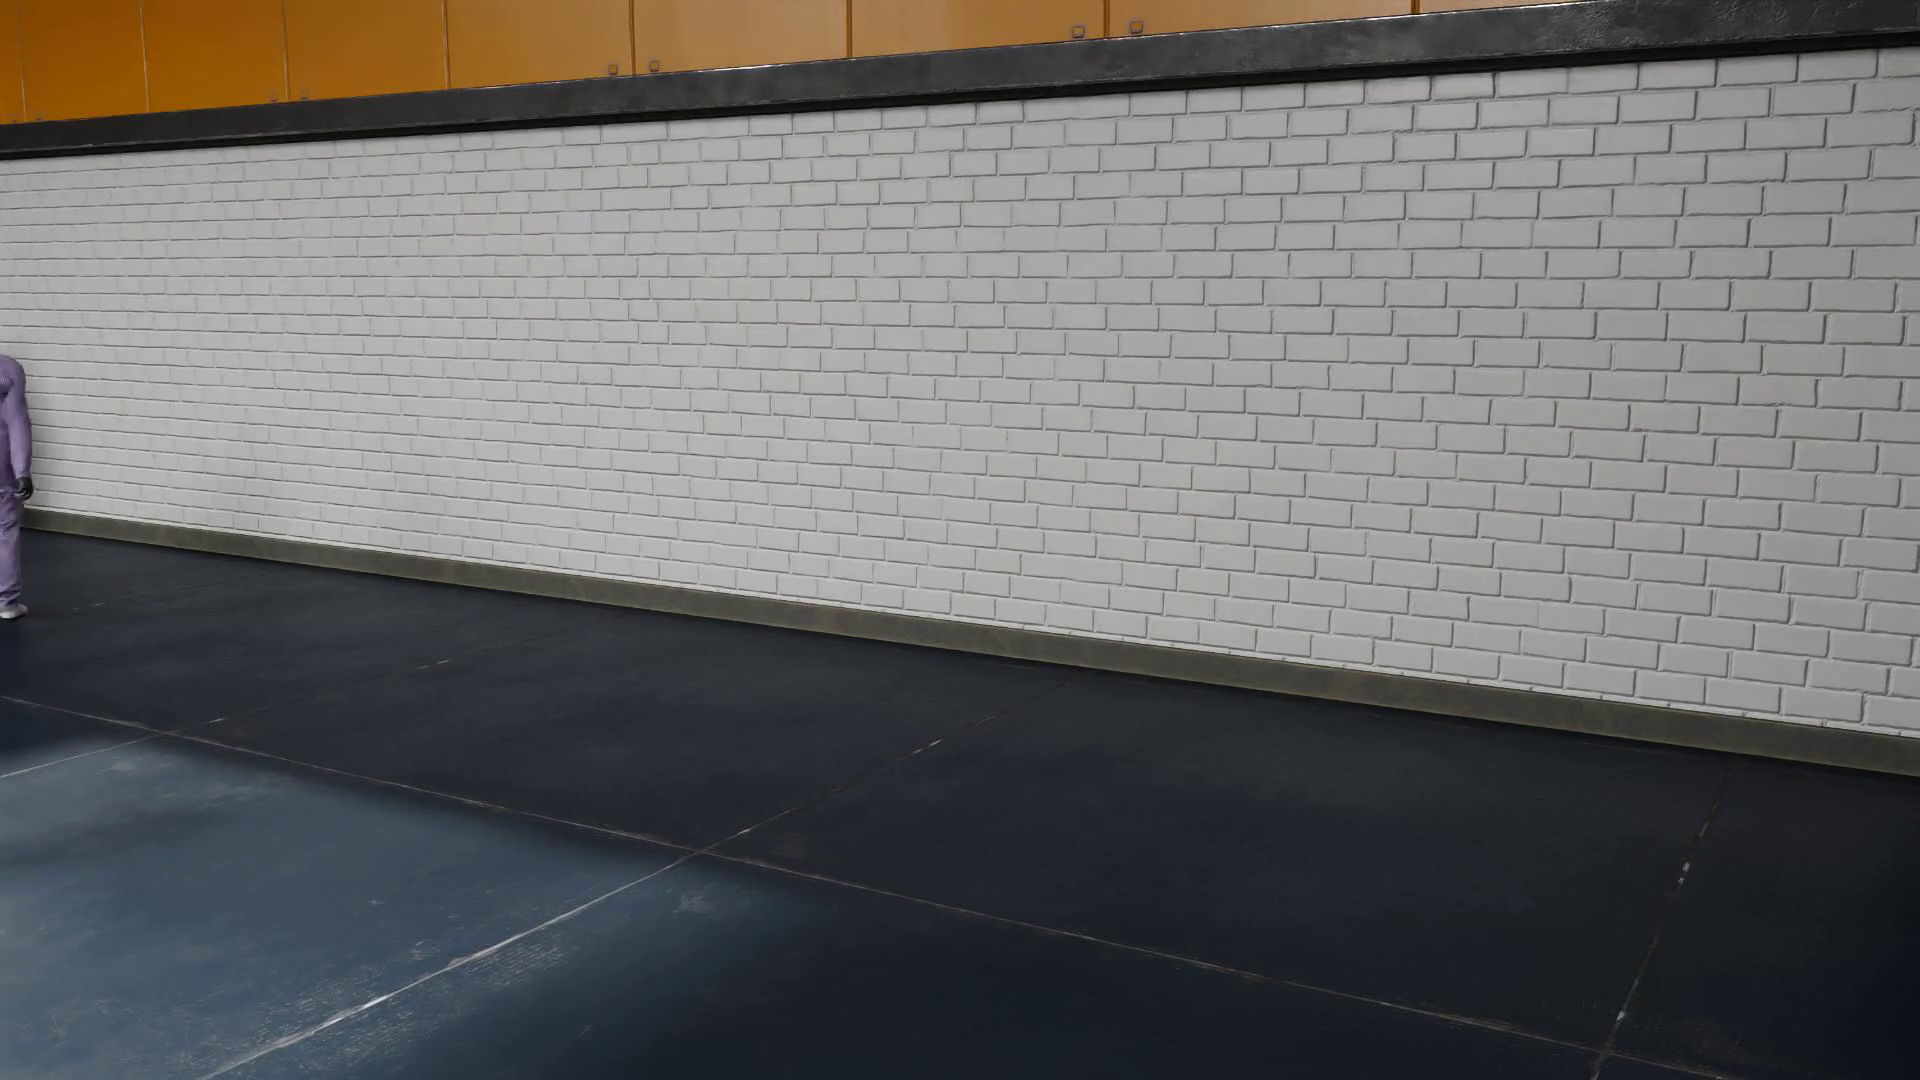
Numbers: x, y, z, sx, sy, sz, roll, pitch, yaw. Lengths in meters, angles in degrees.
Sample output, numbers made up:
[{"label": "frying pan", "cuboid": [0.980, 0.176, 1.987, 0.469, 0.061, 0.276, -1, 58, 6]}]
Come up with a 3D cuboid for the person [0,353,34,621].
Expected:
[{"label": "person", "cuboid": [-5.602, -0.414, 9.410, 0.650, 1.883, 0.822, -2, 9, -14]}]
